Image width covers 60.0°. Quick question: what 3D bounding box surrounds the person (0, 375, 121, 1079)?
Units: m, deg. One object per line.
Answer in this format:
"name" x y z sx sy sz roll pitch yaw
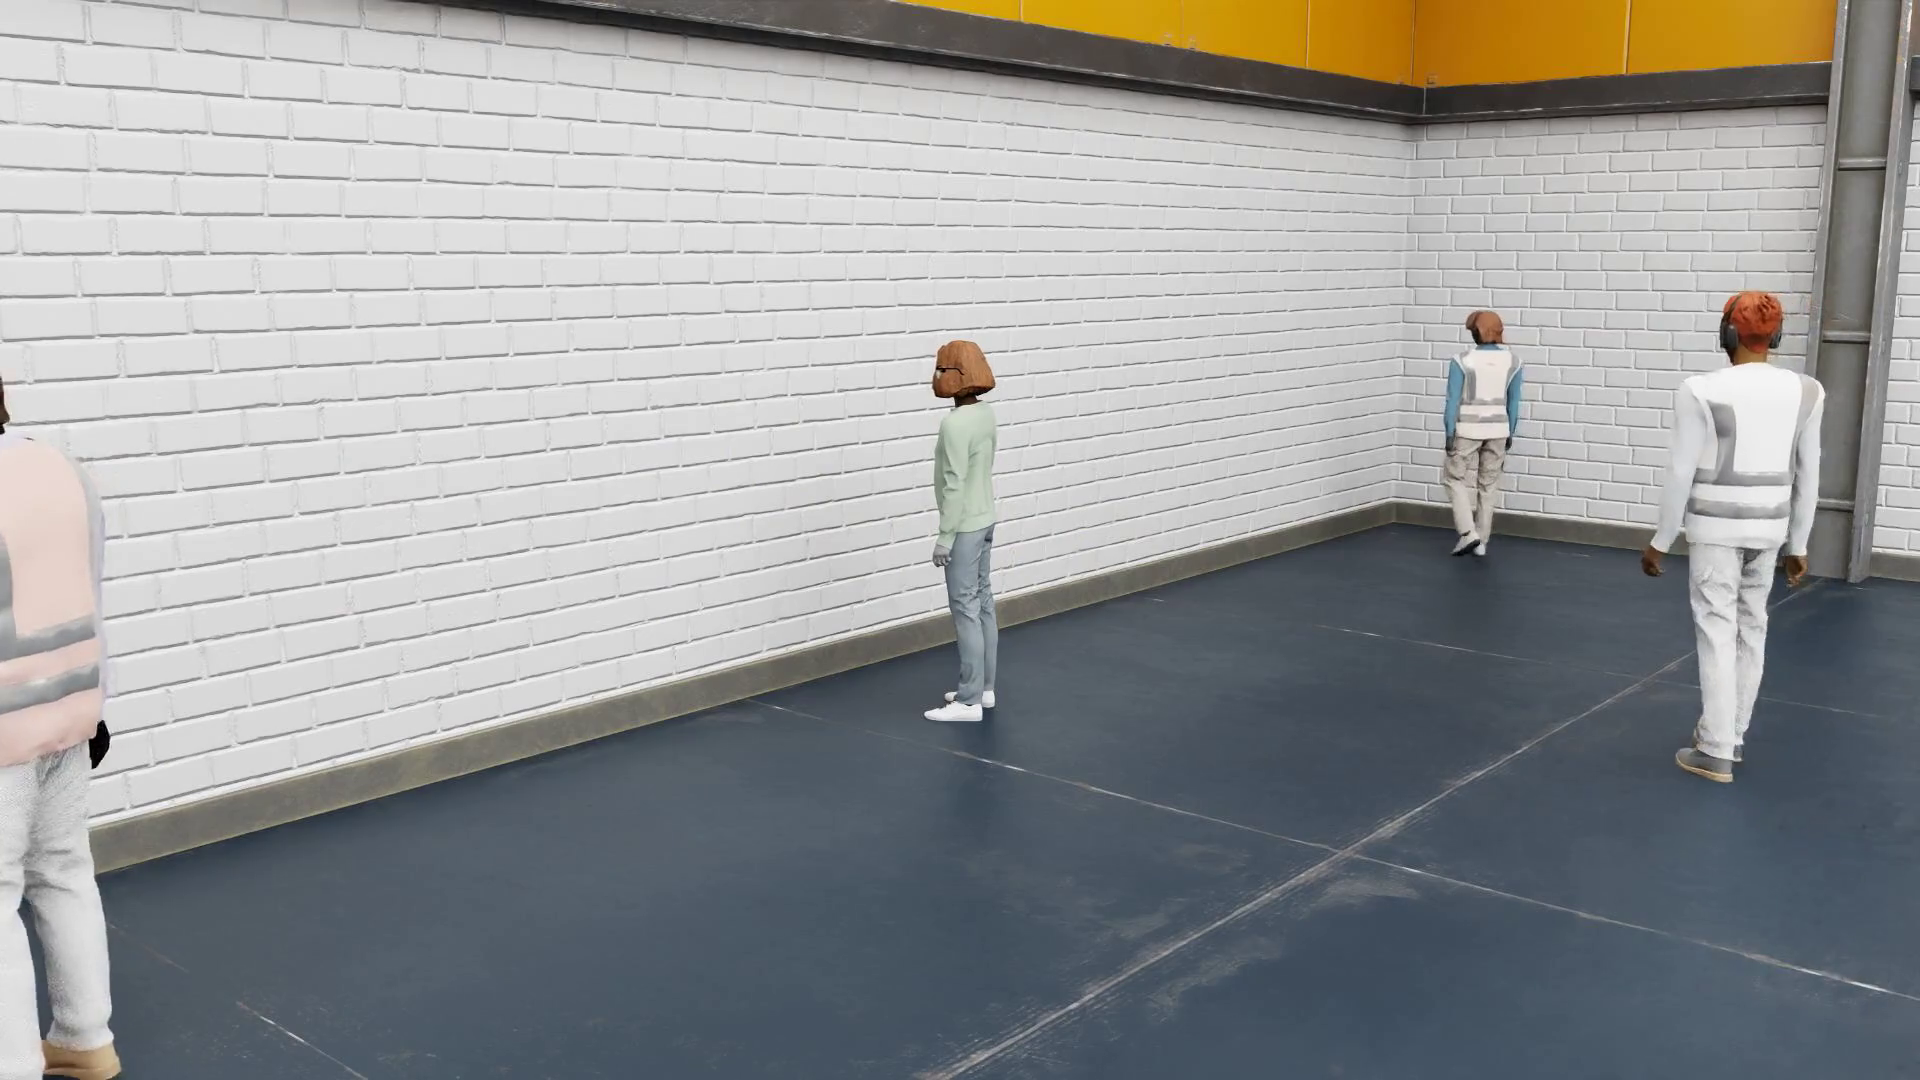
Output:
"person" -2.194 0.453 3.815 0.430 1.831 0.655 2 10 9

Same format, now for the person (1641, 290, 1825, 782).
"person" 2.967 -0.023 6.415 0.589 1.882 0.424 -1 10 -8

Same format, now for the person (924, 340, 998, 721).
"person" 0.012 -0.036 7.148 0.285 1.633 0.497 3 10 18

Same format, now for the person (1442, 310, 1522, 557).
"person" 3.373 -0.674 10.788 0.524 1.634 0.452 -1 10 -7
